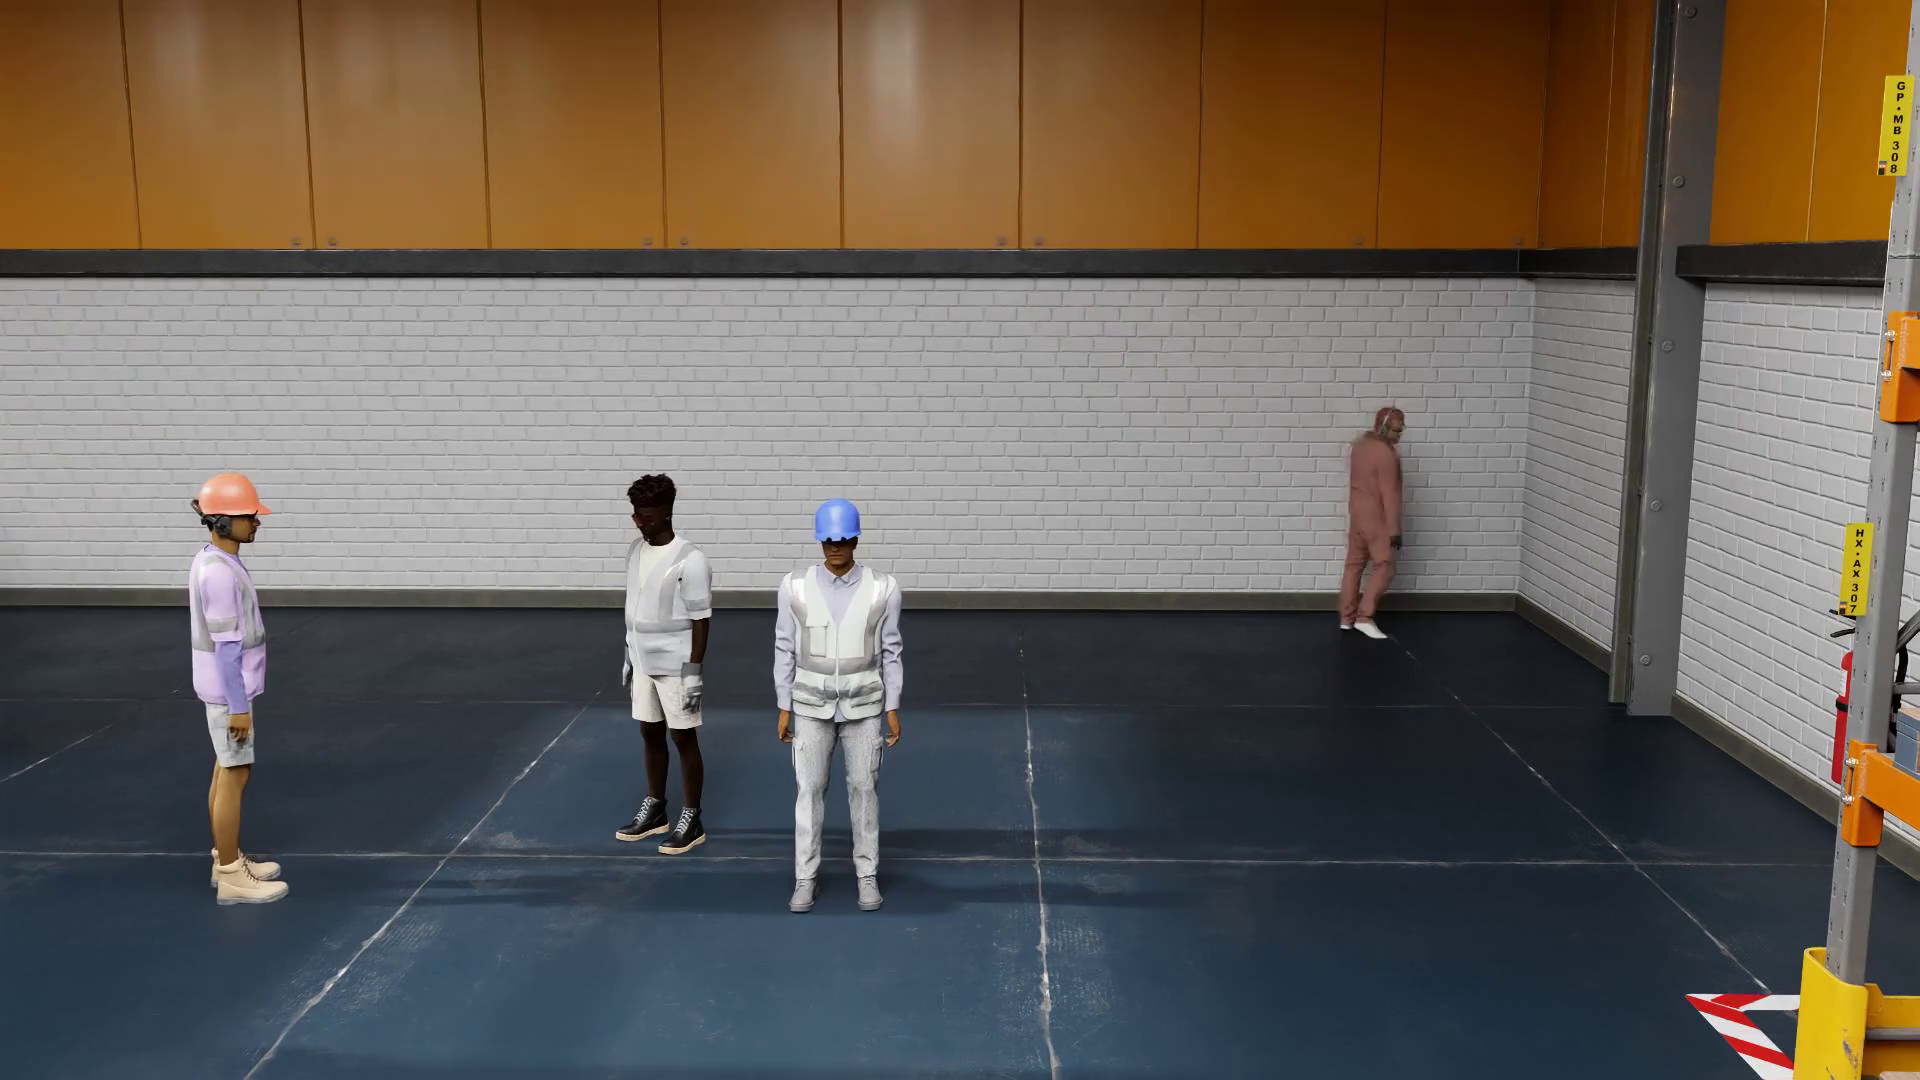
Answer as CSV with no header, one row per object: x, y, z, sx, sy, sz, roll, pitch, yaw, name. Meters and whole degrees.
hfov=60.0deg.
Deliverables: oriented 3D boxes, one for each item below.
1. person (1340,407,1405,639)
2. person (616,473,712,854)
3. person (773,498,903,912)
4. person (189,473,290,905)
3.354,-0.142,13.468,0.419,1.876,0.715,-2,10,-13,person
-1.532,0.627,8.564,0.602,1.958,0.369,8,12,39,person
-0.565,0.767,7.753,0.603,1.949,0.389,0,9,-2,person
-3.426,0.695,7.902,0.394,2.041,0.612,-5,11,-26,person
